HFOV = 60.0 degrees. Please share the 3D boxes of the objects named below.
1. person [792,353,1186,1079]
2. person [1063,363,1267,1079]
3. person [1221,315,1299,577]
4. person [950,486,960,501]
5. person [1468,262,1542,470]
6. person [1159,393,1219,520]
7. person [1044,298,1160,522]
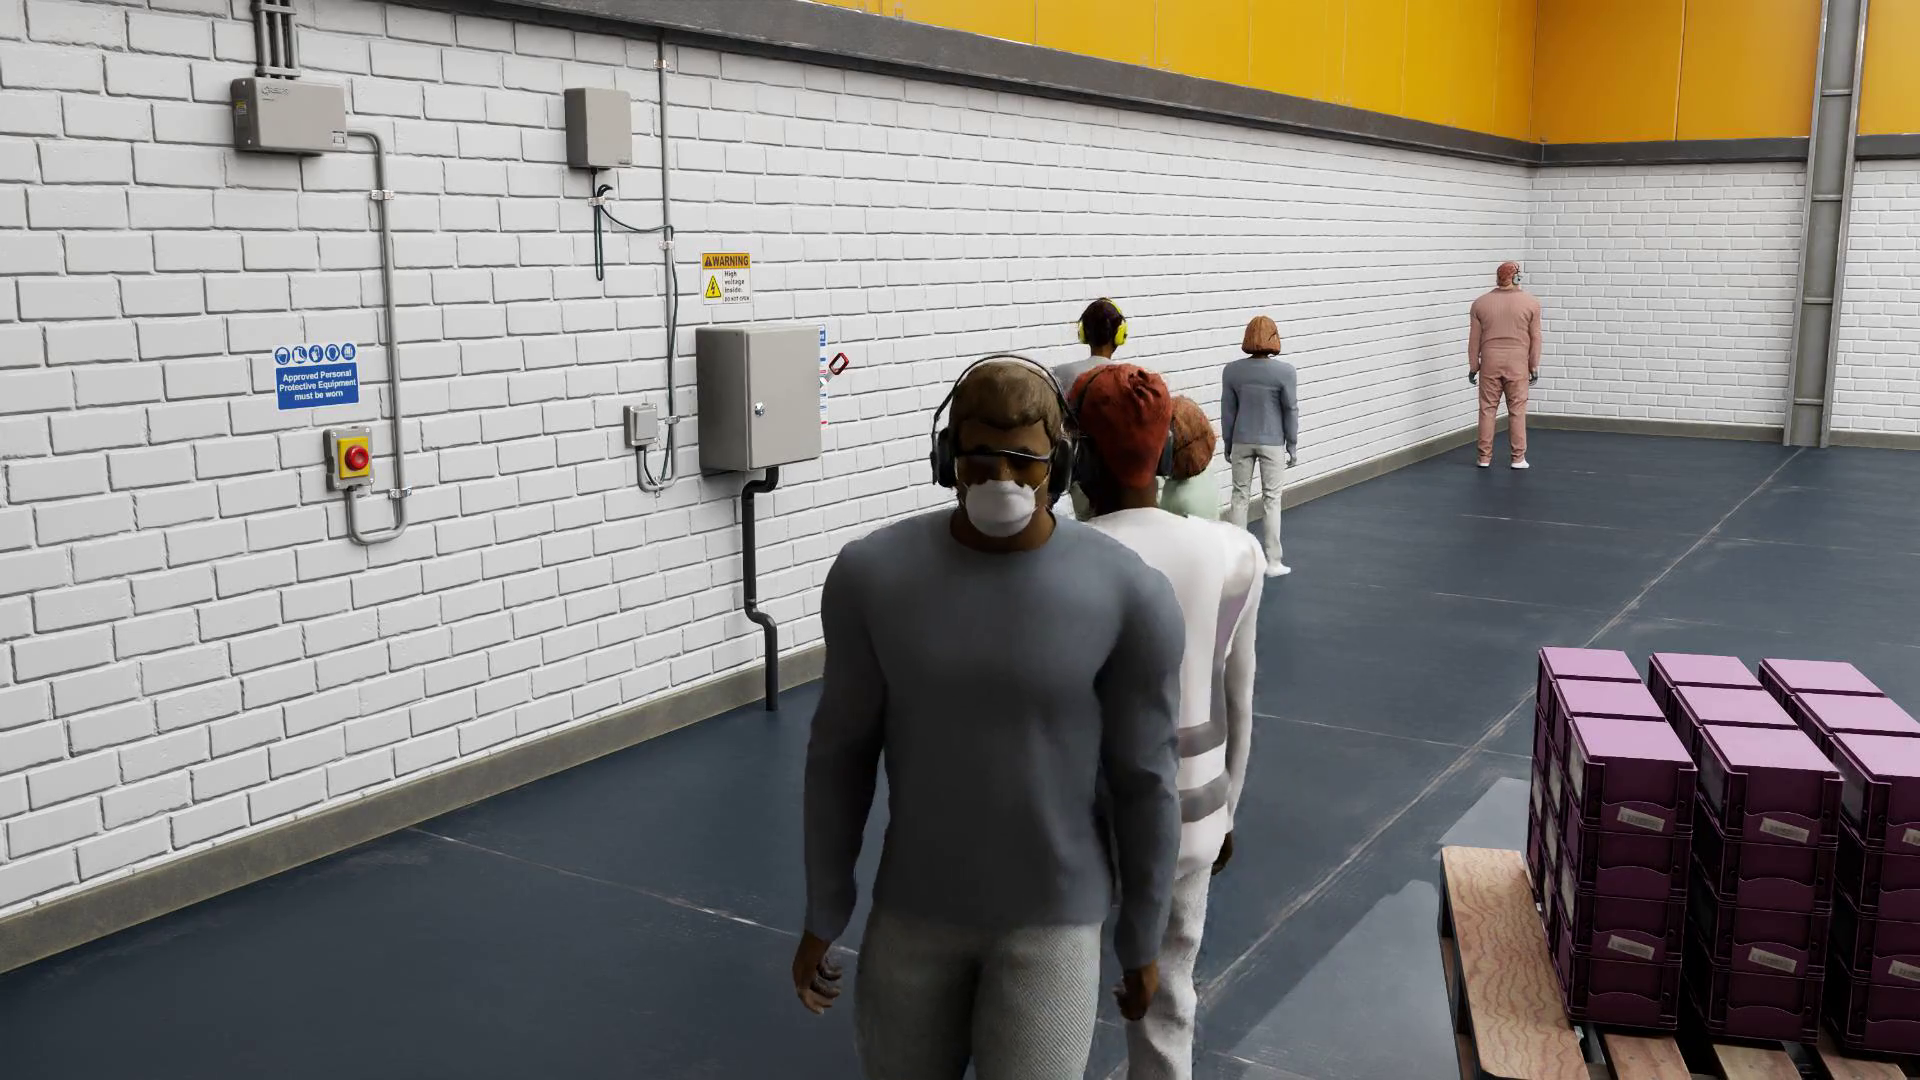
[{"bbox_3d":[0.057,0.636,2.875,0.641,1.919,0.736,3,11,16],"label":"person"},{"bbox_3d":[0.311,0.584,3.294,0.590,1.869,0.449,-3,11,-15],"label":"person"},{"bbox_3d":[1.876,-0.584,10.426,0.500,1.636,0.282,6,12,28],"label":"person"},{"bbox_3d":[0.061,0.490,4.519,0.521,1.620,0.637,-1,10,-5],"label":"person"},{"bbox_3d":[5.009,-1.597,15.304,0.639,1.904,0.402,5,11,25],"label":"person"},{"bbox_3d":[0.763,0.292,5.649,0.302,1.610,0.639,2,10,10],"label":"person"},{"bbox_3d":[0.702,-0.262,8.133,0.548,1.814,0.969,5,11,24],"label":"person"}]
